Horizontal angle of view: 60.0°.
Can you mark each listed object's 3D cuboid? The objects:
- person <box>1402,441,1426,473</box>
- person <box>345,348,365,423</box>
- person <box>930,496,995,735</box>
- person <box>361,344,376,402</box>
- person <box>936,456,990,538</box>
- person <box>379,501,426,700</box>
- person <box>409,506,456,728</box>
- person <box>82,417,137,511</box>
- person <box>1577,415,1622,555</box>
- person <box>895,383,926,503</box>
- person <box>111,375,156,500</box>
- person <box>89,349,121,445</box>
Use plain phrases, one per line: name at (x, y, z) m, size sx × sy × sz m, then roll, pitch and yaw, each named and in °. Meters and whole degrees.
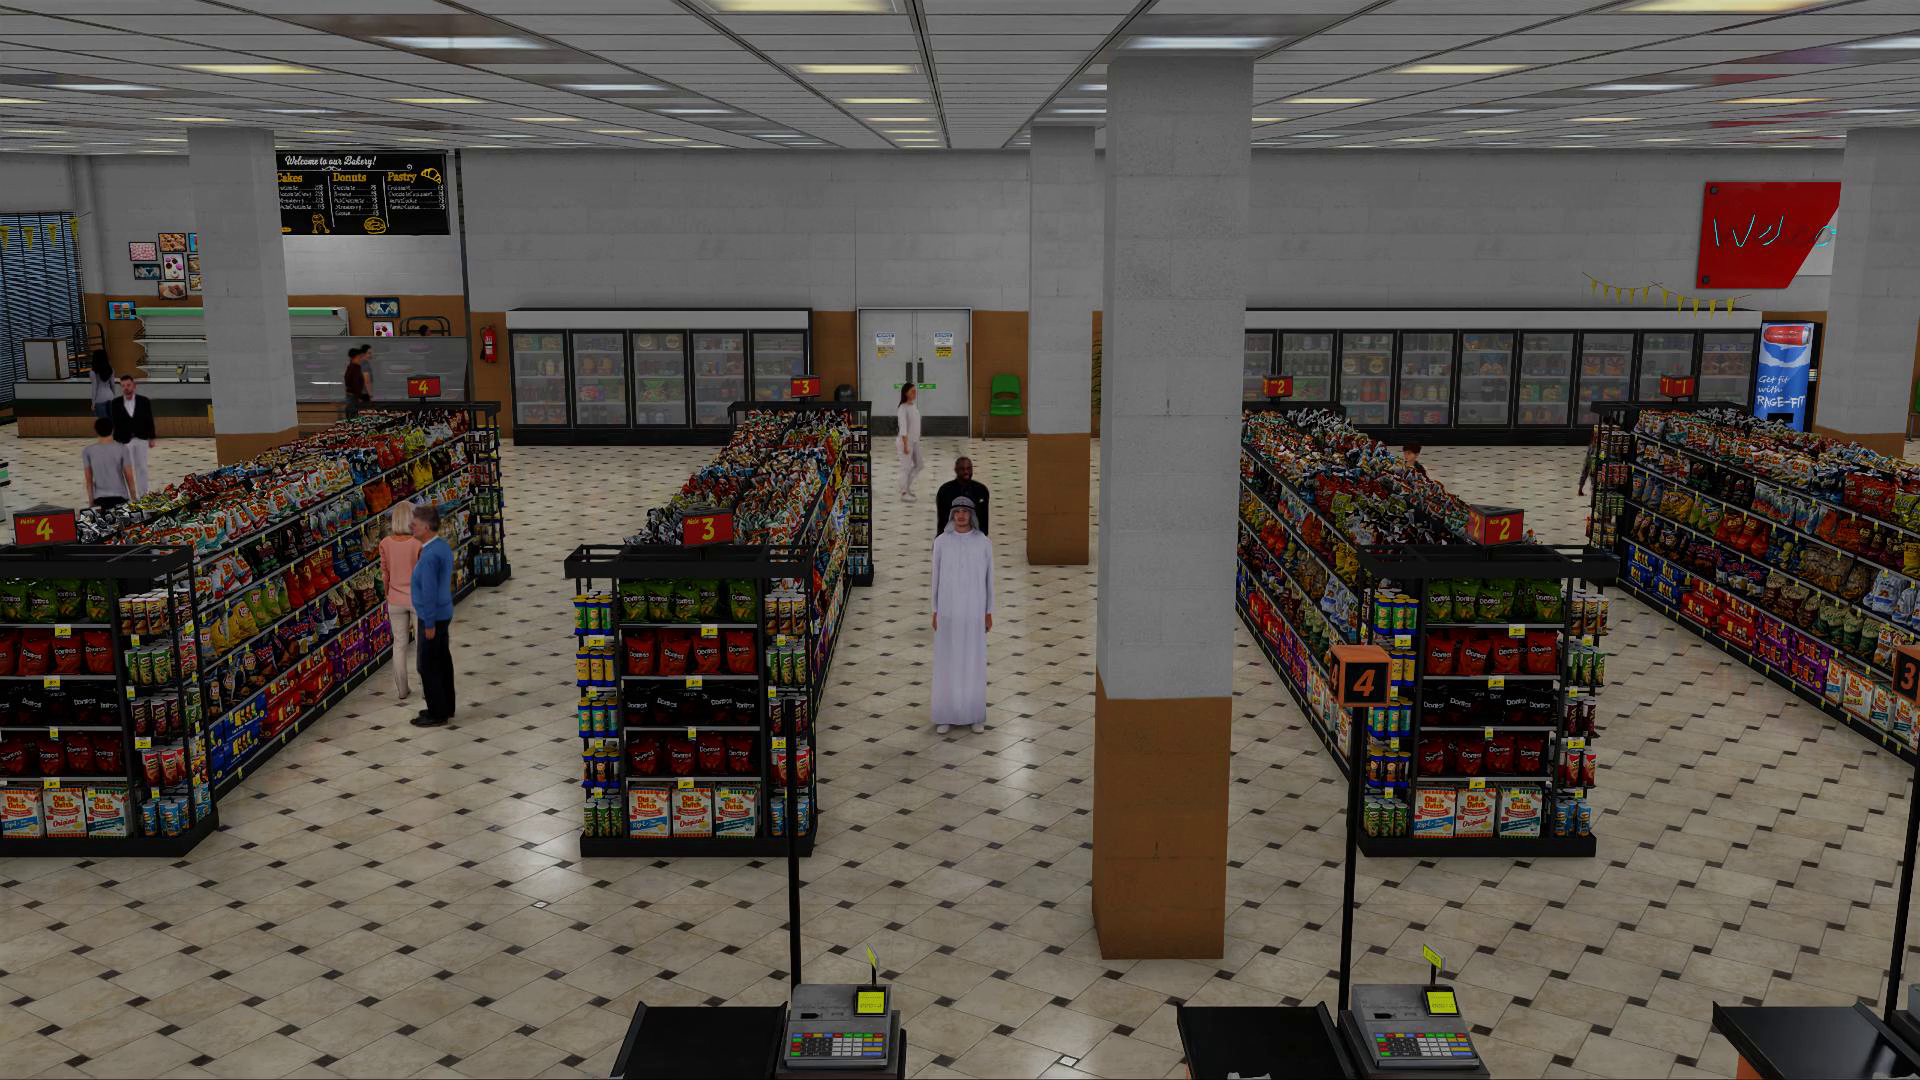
person at (5.273, -0.452, 19.531) m, size 0.676 × 1.447 × 0.589 m, roll -7°, pitch 14°, yaw -31°
person at (-10.114, -2.307, 27.604) m, size 0.939 × 1.750 × 0.783 m, roll -11°, pitch 16°, yaw -42°
person at (0.014, 0.590, 13.418) m, size 0.679 × 1.927 × 0.634 m, roll -1°, pitch 12°, yaw -3°
person at (-10.249, -2.485, 28.517) m, size 0.936 × 1.722 × 0.769 m, roll -9°, pitch 15°, yaw -37°
person at (0.011, 0.071, 16.172) m, size 0.733 × 1.808 × 0.703 m, roll -2°, pitch 12°, yaw -10°
person at (-4.737, 0.510, 14.289) m, size 0.593 × 1.725 × 0.503 m, roll 0°, pitch 12°, yaw 0°
person at (-4.286, 0.601, 13.656) m, size 0.744 × 1.807 × 0.572 m, roll -2°, pitch 12°, yaw -7°
person at (-9.401, -0.417, 18.395) m, size 0.776 × 1.847 × 1.021 m, roll -2°, pitch 12°, yaw -11°
person at (7.701, -0.626, 19.770) m, size 0.987 × 1.688 × 0.988 m, roll -8°, pitch 15°, yaw -35°
person at (-0.793, -1.369, 23.322) m, size 0.771 × 1.679 × 0.657 m, roll 5°, pitch 13°, yaw 21°
person at (-11.365, -1.361, 22.936) m, size 0.772 × 1.822 × 0.806 m, roll -3°, pitch 12°, yaw -15°
person at (-14.207, -2.306, 27.634) m, size 0.741 × 1.735 × 0.606 m, roll 5°, pitch 13°, yaw 24°
